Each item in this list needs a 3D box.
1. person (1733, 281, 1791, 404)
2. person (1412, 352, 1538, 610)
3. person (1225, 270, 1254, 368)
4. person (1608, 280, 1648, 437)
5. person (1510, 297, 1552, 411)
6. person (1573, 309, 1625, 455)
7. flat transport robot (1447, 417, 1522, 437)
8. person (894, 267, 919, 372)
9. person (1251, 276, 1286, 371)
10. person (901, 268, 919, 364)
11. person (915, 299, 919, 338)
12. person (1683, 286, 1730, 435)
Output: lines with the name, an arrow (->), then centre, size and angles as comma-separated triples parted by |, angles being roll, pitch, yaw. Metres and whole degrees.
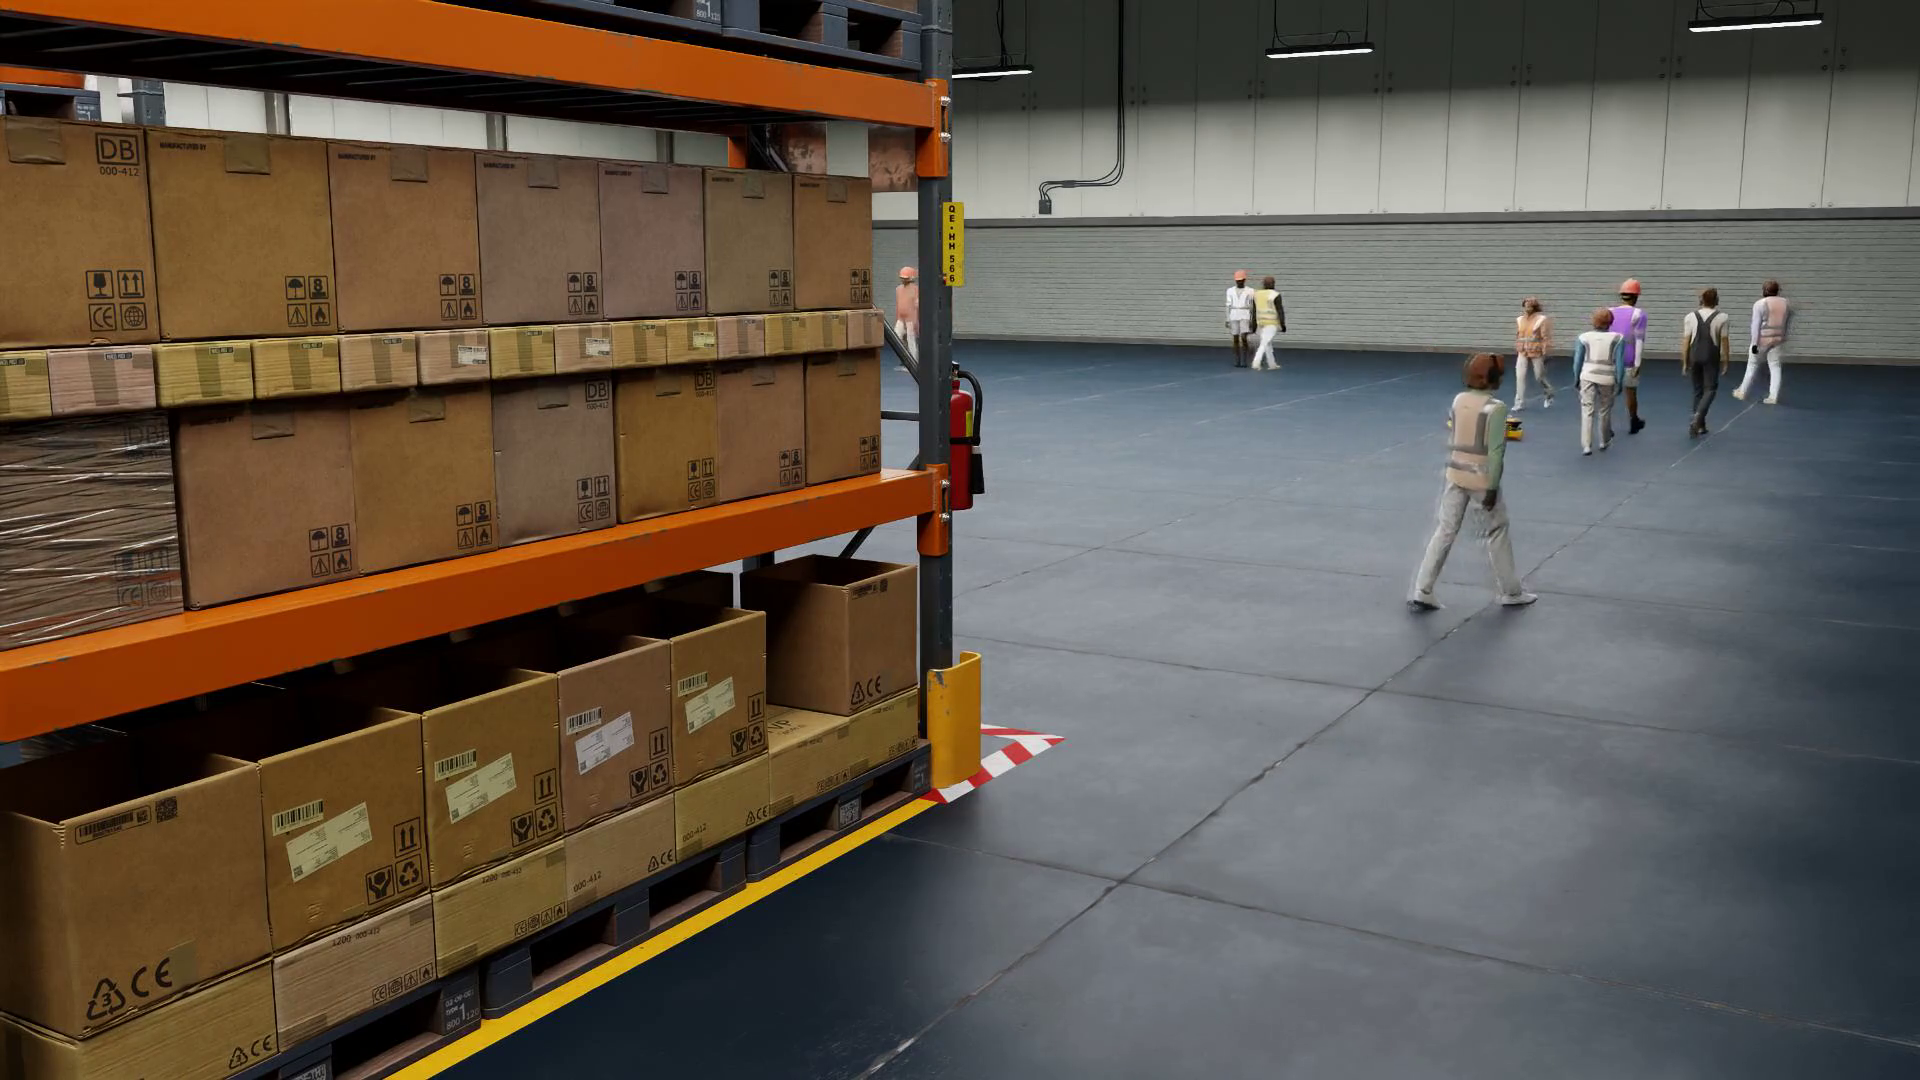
person -> 11.965, -2.943, 24.773 | 0.646, 1.795, 0.941 | -1, 10, -8
person -> 3.161, -0.354, 10.221 | 0.862, 1.597, 0.528 | -4, 10, -22
person -> 5.438, -4.313, 32.467 | 0.536, 1.902, 0.717 | 4, 10, 22
person -> 8.039, -2.197, 20.142 | 0.571, 1.882, 0.985 | 8, 13, 40
person -> 8.121, -2.630, 23.513 | 0.733, 1.616, 0.532 | -8, 13, -40
person -> 7.068, -1.757, 18.407 | 0.538, 1.586, 0.848 | 5, 11, 27
flat transport robot -> 6.425, -1.433, 20.403 | 0.652, 0.197, 1.431 | 1, 10, 7
person -> -1.026, -4.136, 31.252 | 0.632, 1.968, 0.559 | 8, 13, 41
person -> 5.827, -4.110, 31.634 | 0.944, 1.804, 0.627 | -8, 12, -38
person -> -1.006, -4.408, 32.951 | 0.545, 1.938, 0.357 | 8, 12, 38
person -> -0.530, -3.704, 29.337 | 0.546, 1.751, 0.449 | 4, 10, 20
person -> 8.993, -2.152, 20.099 | 0.513, 1.822, 0.771 | 8, 12, 37
